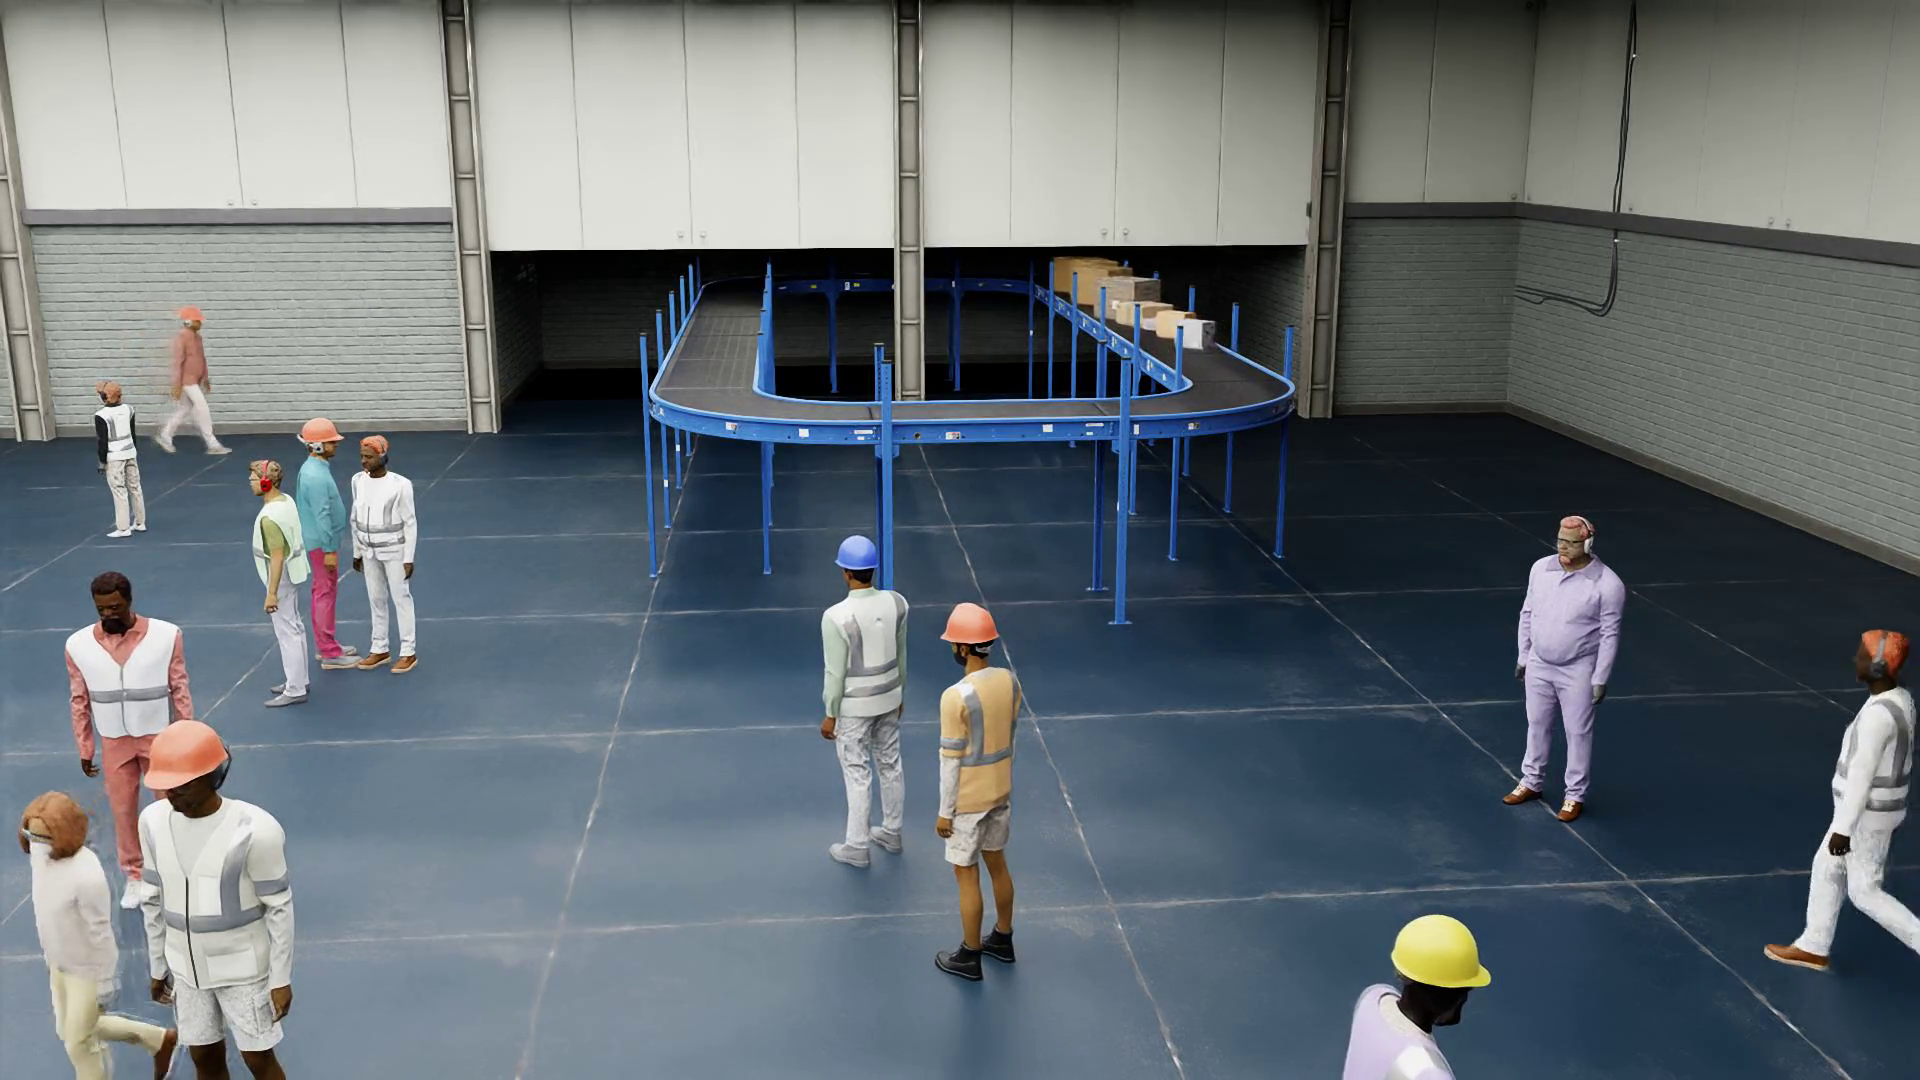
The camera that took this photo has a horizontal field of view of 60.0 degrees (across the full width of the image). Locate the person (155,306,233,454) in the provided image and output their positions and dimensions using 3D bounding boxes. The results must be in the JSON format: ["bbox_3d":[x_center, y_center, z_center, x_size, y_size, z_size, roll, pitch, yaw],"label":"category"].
[{"bbox_3d":[-10.094,-2.076,21.654,0.968,1.957,0.625,-1,14,-3],"label":"person"}]

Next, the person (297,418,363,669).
[{"bbox_3d":[-5.015,0.019,13.169,0.390,1.995,0.613,-6,15,-23],"label":"person"}]

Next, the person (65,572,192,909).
[{"bbox_3d":[-4.519,1.080,9.117,0.598,1.906,0.401,-4,15,-16],"label":"person"}]

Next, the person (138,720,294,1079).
[{"bbox_3d":[-2.907,1.666,6.487,0.616,2.039,0.389,3,14,11],"label":"person"}]

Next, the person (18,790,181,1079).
[{"bbox_3d":[-3.614,1.760,6.988,0.500,1.612,0.572,10,17,35],"label":"person"}]

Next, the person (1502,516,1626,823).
[{"bbox_3d":[3.724,0.784,10.291,0.408,1.909,0.642,-12,18,-40],"label":"person"}]

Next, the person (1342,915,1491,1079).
[{"bbox_3d":[1.378,2.055,5.209,0.432,1.913,0.599,-2,14,-7],"label":"person"}]

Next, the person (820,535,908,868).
[{"bbox_3d":[-0.560,0.929,9.624,0.605,1.948,0.406,-13,19,-42],"label":"person"}]

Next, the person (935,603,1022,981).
[{"bbox_3d":[0.067,1.257,8.366,0.390,1.930,0.540,10,17,36],"label":"person"}]

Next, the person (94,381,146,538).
[{"bbox_3d":[-8.770,-0.842,17.336,0.310,1.642,0.514,4,15,15],"label":"person"}]

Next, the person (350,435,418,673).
[{"bbox_3d":[-4.517,0.112,13.029,0.573,1.883,0.354,5,15,19],"label":"person"}]

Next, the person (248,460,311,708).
[{"bbox_3d":[-5.011,0.313,12.297,0.390,1.846,0.565,-3,14,-13],"label":"person"}]

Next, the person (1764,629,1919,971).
[{"bbox_3d":[4.540,1.346,8.157,0.836,1.853,0.574,9,17,32],"label":"person"}]
